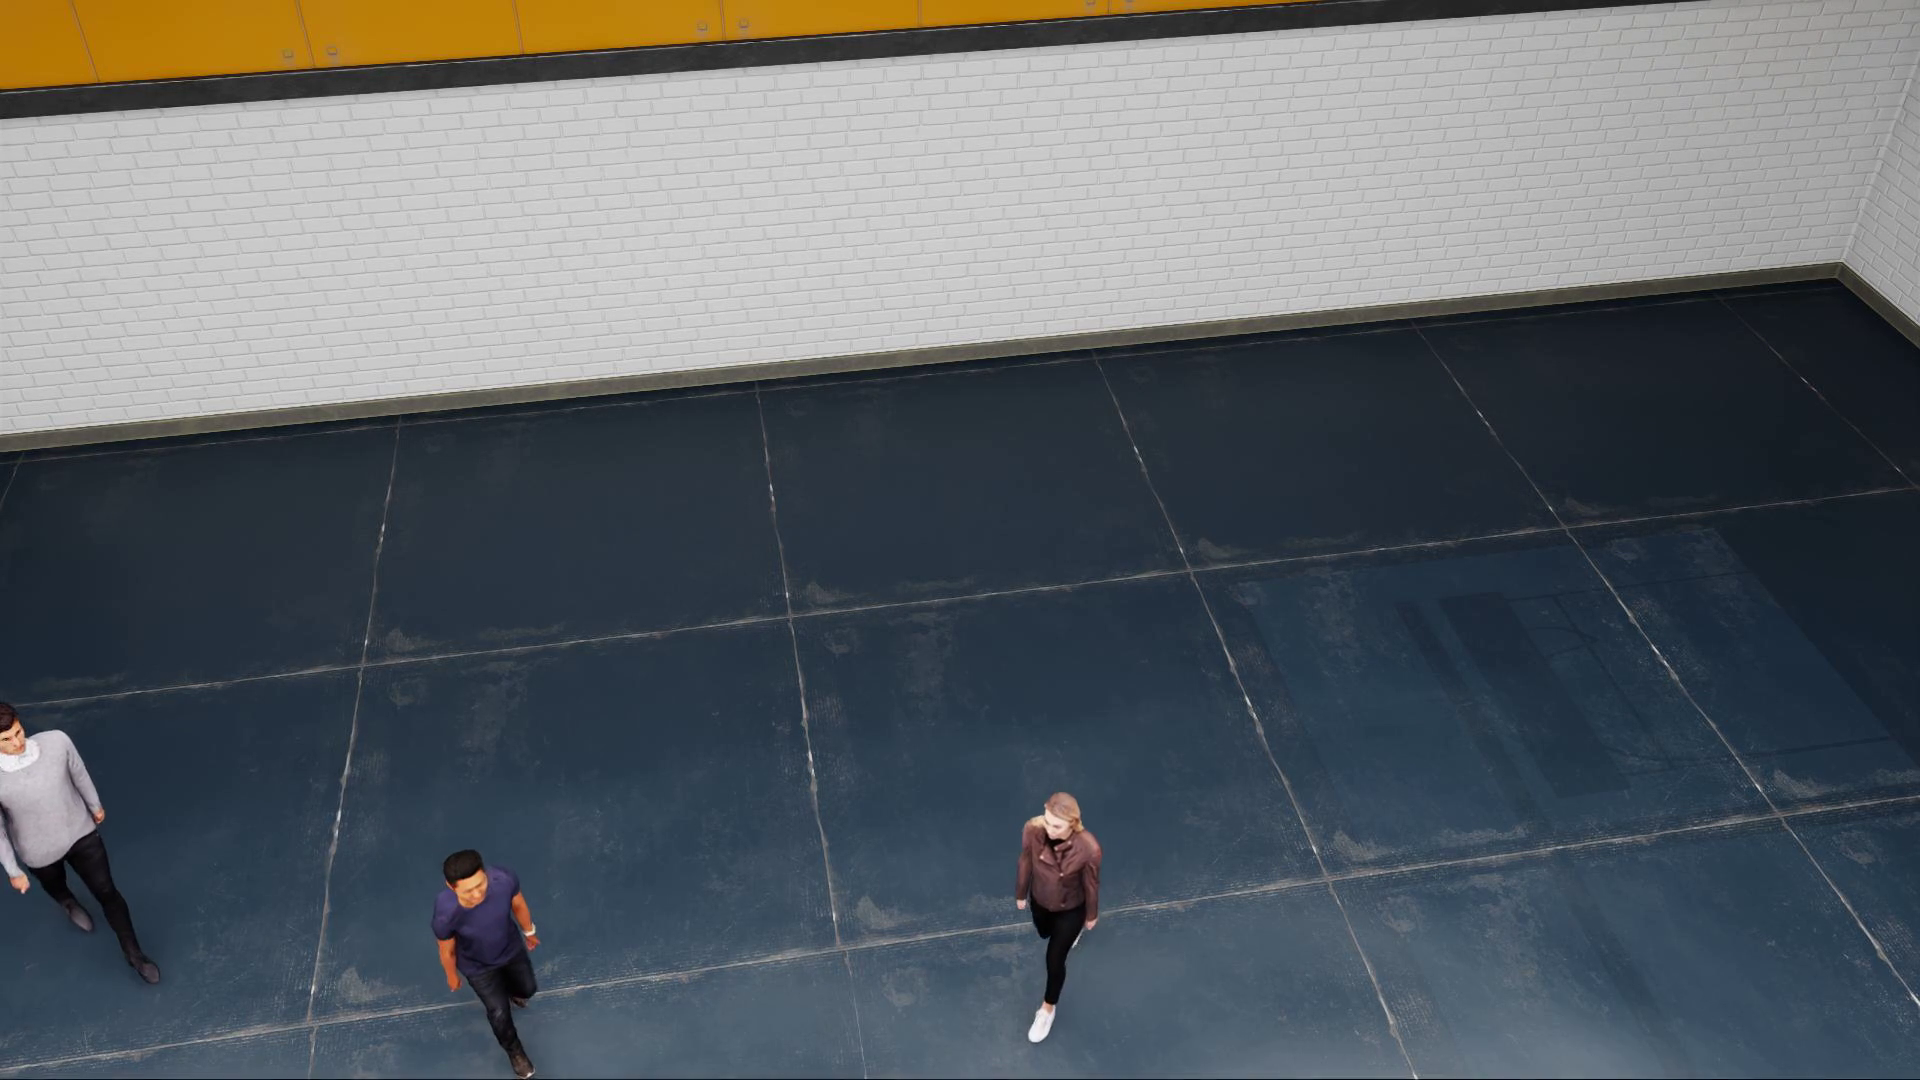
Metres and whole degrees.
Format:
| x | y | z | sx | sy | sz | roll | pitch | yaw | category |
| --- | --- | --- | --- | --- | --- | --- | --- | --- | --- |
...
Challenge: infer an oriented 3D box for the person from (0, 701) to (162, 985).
| x | y | z | sx | sy | sz | roll | pitch | yaw | category |
| --- | --- | --- | --- | --- | --- | --- | --- | --- | --- |
| -5.061 | 1.605 | 9.216 | 1.364 | 1.887 | 1.207 | 30 | 48 | 32 | person |

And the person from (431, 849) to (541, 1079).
| x | y | z | sx | sy | sz | roll | pitch | yaw | category |
| --- | --- | --- | --- | --- | --- | --- | --- | --- | --- |
| -2.475 | 2.106 | 8.684 | 0.893 | 1.766 | 1.000 | -29 | 47 | -31 | person |

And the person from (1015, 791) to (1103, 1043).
| x | y | z | sx | sy | sz | roll | pitch | yaw | category |
| --- | --- | --- | --- | --- | --- | --- | --- | --- | --- |
| 0.561 | 1.906 | 9.003 | 1.016 | 1.681 | 1.144 | 18 | 42 | 21 | person |
